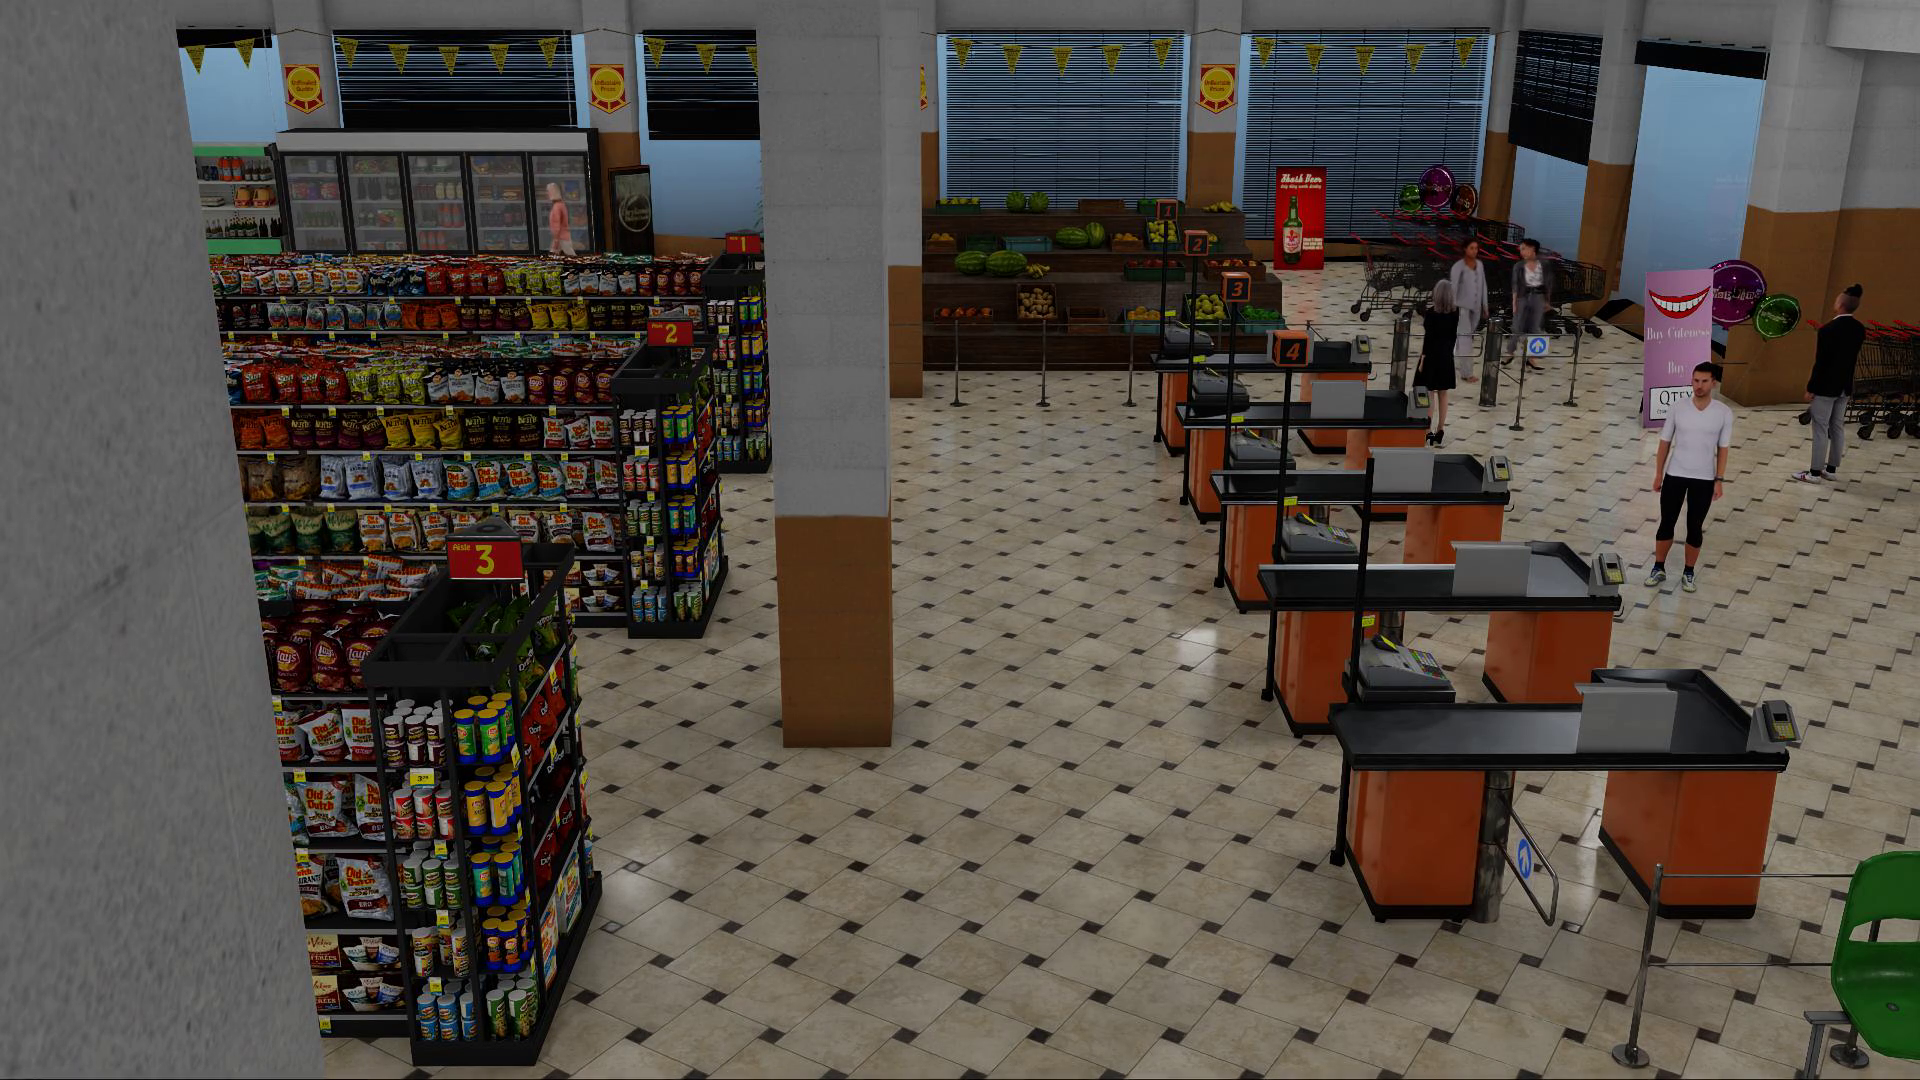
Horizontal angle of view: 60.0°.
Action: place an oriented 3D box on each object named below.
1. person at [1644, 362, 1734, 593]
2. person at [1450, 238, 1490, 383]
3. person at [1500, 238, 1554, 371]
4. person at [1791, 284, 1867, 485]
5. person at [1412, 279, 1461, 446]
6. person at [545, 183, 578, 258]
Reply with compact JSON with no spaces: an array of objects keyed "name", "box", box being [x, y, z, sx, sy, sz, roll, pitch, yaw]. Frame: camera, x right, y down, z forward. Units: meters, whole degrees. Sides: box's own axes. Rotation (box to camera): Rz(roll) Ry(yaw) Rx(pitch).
[{"name":"person","box":[5.832,-0.516,13.279,0.669,1.851,0.808,9,21,26]},{"name":"person","box":[6.169,-2.848,20.400,1.126,1.720,0.990,-8,20,-24]},{"name":"person","box":[7.181,-2.945,20.796,0.557,1.651,0.769,-4,19,-11]},{"name":"person","box":[8.455,-1.516,16.090,0.693,1.950,0.847,-8,20,-22]},{"name":"person","box":[5.003,-1.869,17.456,0.632,1.746,0.748,-8,20,-22]},{"name":"person","box":[-6.093,-4.661,25.857,1.236,1.669,0.784,-4,19,-11]}]
